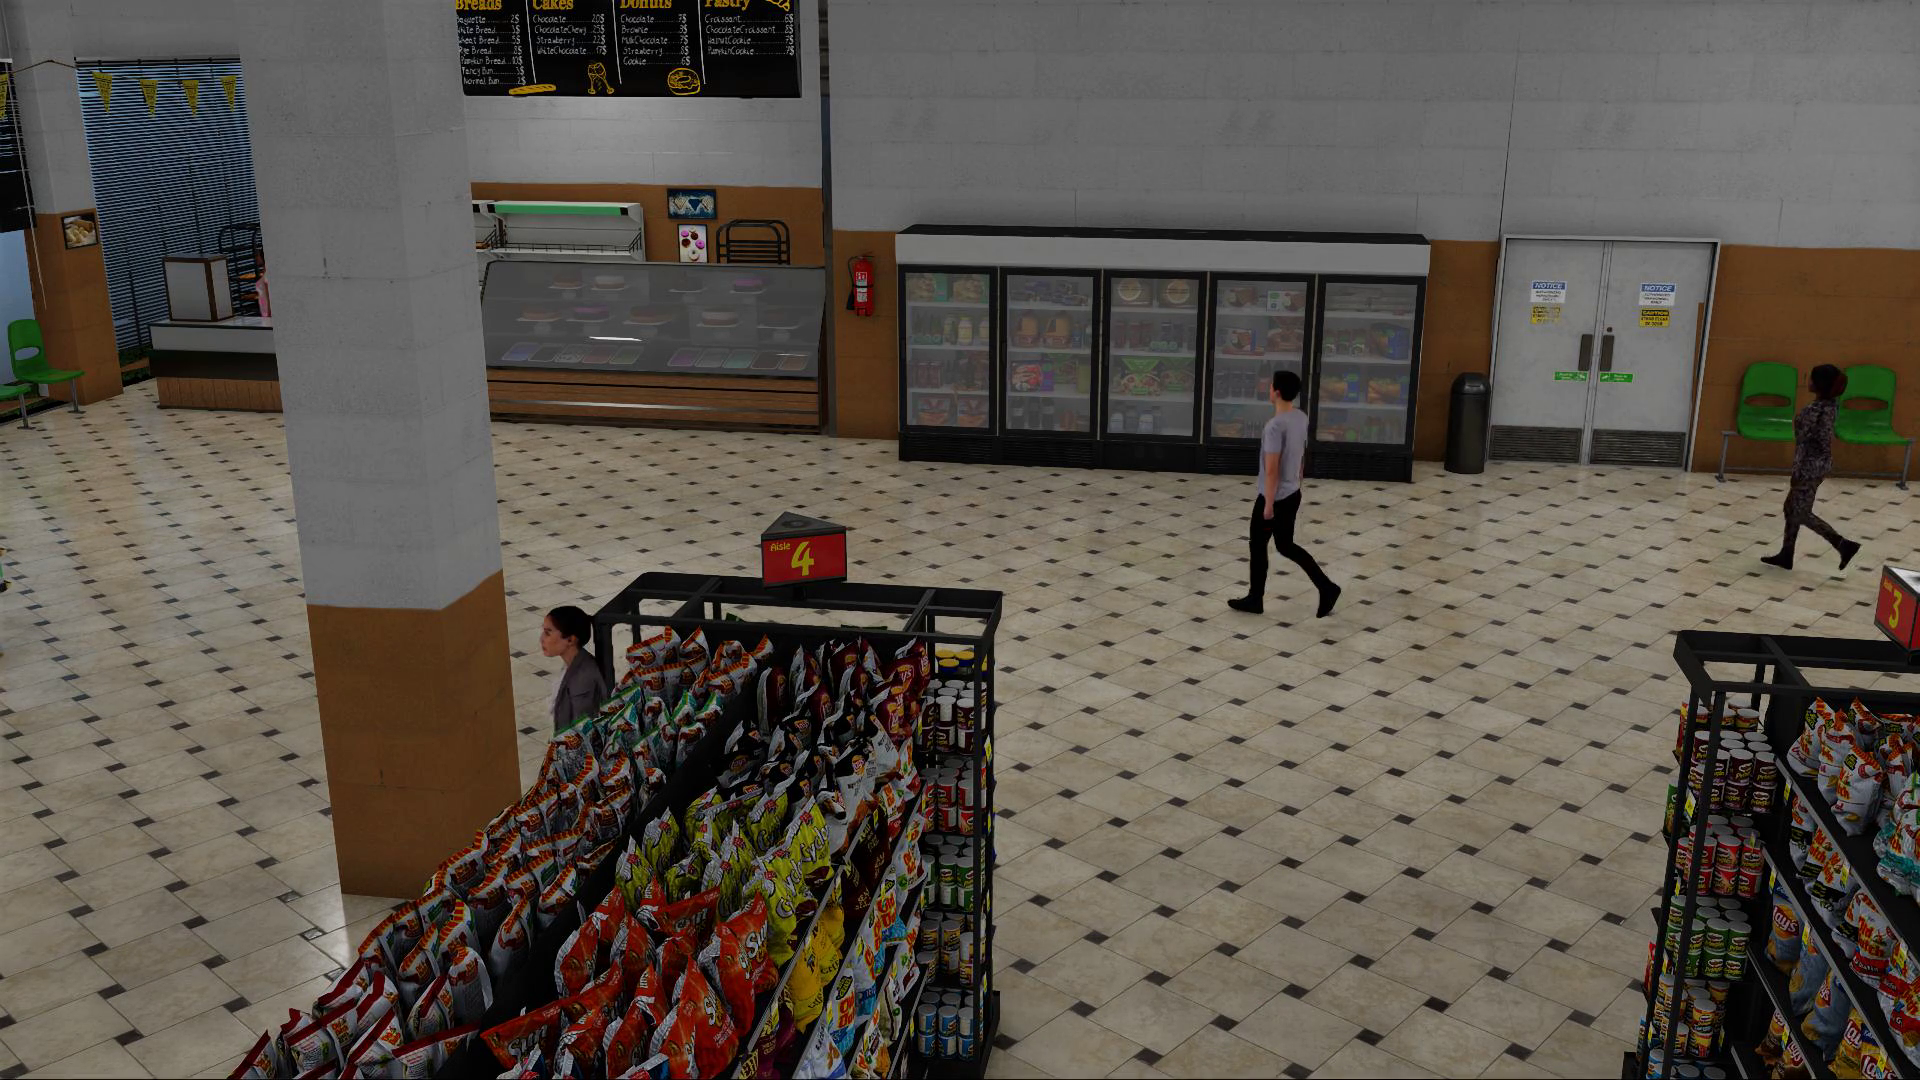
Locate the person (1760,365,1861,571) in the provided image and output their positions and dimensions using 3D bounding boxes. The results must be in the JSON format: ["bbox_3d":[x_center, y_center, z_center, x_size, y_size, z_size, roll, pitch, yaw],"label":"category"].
[{"bbox_3d":[6.822,-0.526,13.174,0.989,1.696,1.018,-13,21,-36],"label":"person"}]

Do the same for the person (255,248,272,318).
[{"bbox_3d":[-8.377,-2.713,20.299,0.706,1.741,0.580,-4,17,-13],"label":"person"}]

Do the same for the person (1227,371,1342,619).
[{"bbox_3d":[2.410,-0.290,12.145,1.088,1.841,1.151,14,22,38],"label":"person"}]

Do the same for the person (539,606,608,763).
[{"bbox_3d":[-1.653,1.110,7.882,0.993,1.639,1.108,-5,18,-16],"label":"person"}]
